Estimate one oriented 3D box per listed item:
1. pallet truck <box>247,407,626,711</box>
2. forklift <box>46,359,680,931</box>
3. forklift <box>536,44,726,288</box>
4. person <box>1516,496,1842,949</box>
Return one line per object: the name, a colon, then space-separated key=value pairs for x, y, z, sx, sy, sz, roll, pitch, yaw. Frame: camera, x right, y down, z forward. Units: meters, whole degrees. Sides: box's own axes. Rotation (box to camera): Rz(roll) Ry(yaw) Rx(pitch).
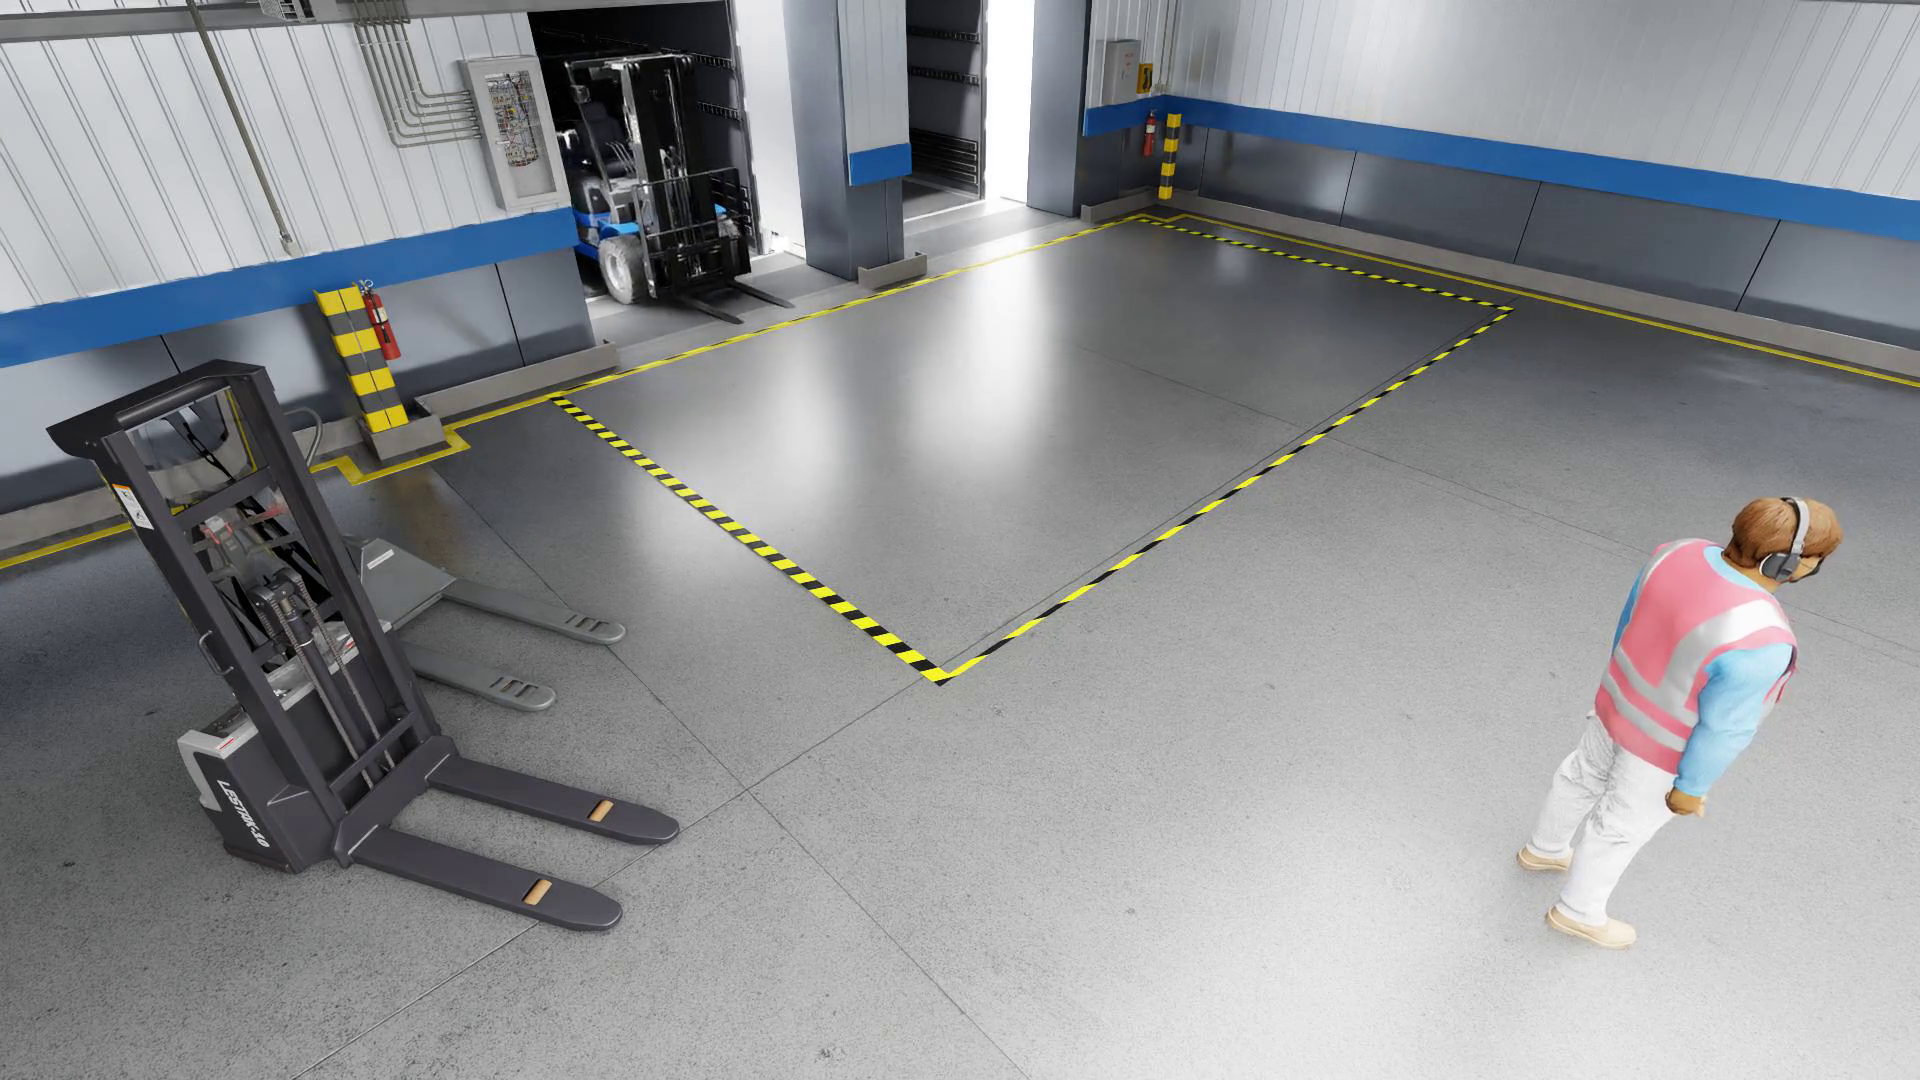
pallet truck: x=-2.628 y=0.038 z=4.590 sx=1.601 sy=1.201 sz=0.680 roll=12 pitch=36 yaw=18
forklift: x=-2.135 y=0.422 z=3.354 sx=1.885 sy=1.965 sz=0.823 roll=10 pitch=35 yaw=14
forklift: x=-3.482 y=-3.878 z=9.342 sx=2.680 sy=2.036 sz=1.157 roll=29 pitch=44 yaw=36
person: x=2.419 y=0.647 z=3.159 sx=0.431 sy=1.844 sz=0.622 roll=5 pitch=35 yaw=8
